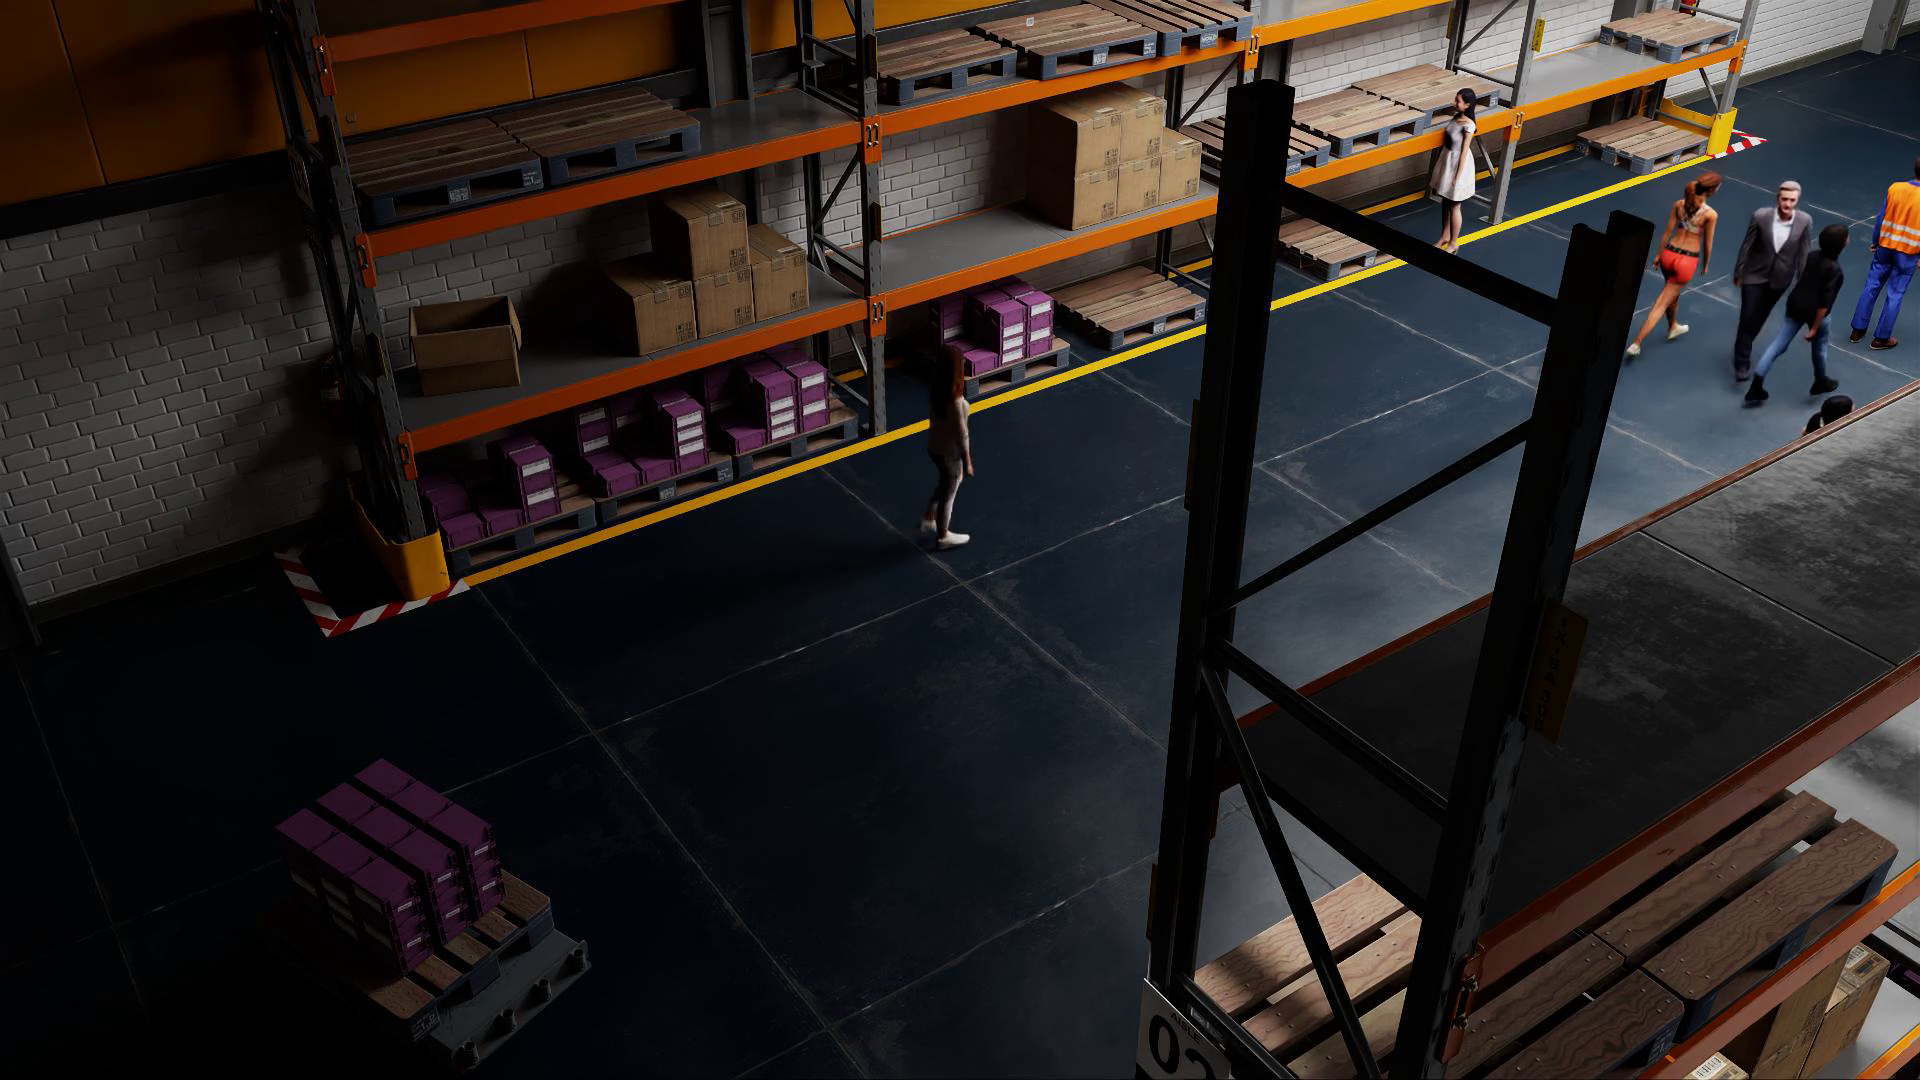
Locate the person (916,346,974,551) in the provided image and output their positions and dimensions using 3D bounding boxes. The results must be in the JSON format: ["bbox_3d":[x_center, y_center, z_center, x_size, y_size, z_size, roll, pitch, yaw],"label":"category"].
[{"bbox_3d":[-0.174,-0.637,12.388,0.703,1.699,0.662,-13,36,-18],"label":"person"}]

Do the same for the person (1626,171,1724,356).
[{"bbox_3d":[6.469,-2.445,15.075,1.189,1.734,0.674,-27,42,-34],"label":"person"}]

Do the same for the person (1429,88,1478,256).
[{"bbox_3d":[5.056,-3.753,17.012,0.795,1.769,0.774,-3,34,-5],"label":"person"}]

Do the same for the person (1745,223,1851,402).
[{"bbox_3d":[7.218,-1.902,14.334,1.179,1.650,0.729,-13,36,-19],"label":"person"}]

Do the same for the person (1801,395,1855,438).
[{"bbox_3d":[5.975,-0.256,11.790,0.629,1.724,0.627,-9,35,-13],"label":"person"}]

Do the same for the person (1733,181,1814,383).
[{"bbox_3d":[7.222,-2.368,14.906,1.198,1.794,1.276,6,34,9],"label":"person"}]

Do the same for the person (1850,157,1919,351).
[{"bbox_3d":[8.622,-2.657,15.277,0.586,1.864,0.673,-22,40,-30],"label":"person"}]
